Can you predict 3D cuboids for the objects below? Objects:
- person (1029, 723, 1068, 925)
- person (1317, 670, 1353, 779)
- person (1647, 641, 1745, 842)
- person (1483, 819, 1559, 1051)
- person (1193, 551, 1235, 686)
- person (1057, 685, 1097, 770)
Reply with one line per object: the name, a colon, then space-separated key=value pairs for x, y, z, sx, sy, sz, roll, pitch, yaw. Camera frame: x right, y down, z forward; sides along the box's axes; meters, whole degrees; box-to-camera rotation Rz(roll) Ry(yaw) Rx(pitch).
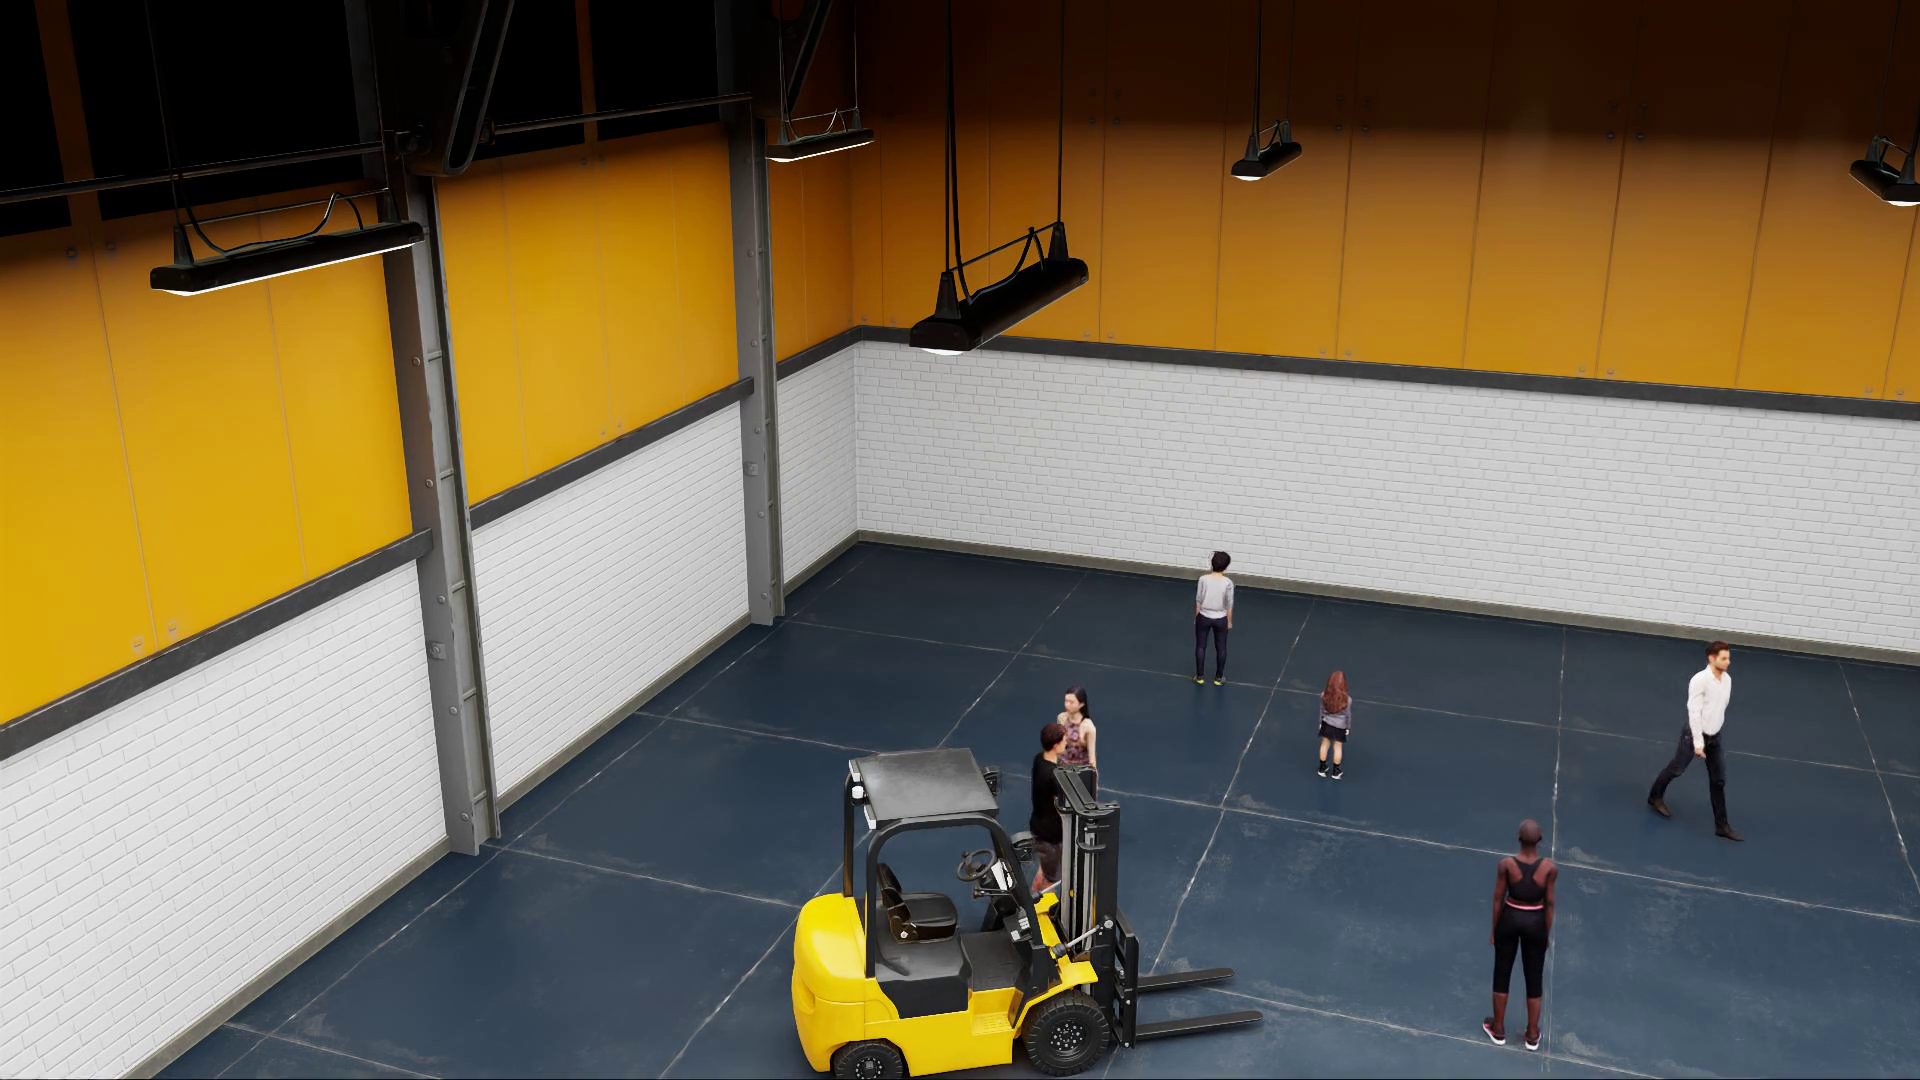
person: x=0.665 y=2.352 z=13.525 sx=0.916 sy=1.854 sz=0.838 roll=-4 pitch=19 yaw=-12
person: x=3.671 y=1.795 z=16.350 sx=0.475 sy=1.107 sz=0.452 roll=8 pitch=20 yaw=23
person: x=6.704 y=1.790 z=15.241 sx=1.184 sy=1.825 sz=1.262 roll=-8 pitch=20 yaw=-22
person: x=4.106 y=2.873 z=12.151 sx=0.625 sy=1.743 sz=0.613 roll=5 pitch=19 yaw=13
person: x=2.798 y=0.865 z=18.427 sx=0.605 sy=1.544 sz=0.585 roll=1 pitch=19 yaw=3
person: x=1.042 y=2.068 z=14.512 sx=0.847 sy=1.762 sz=0.787 roll=-17 pitch=25 yaw=-41
